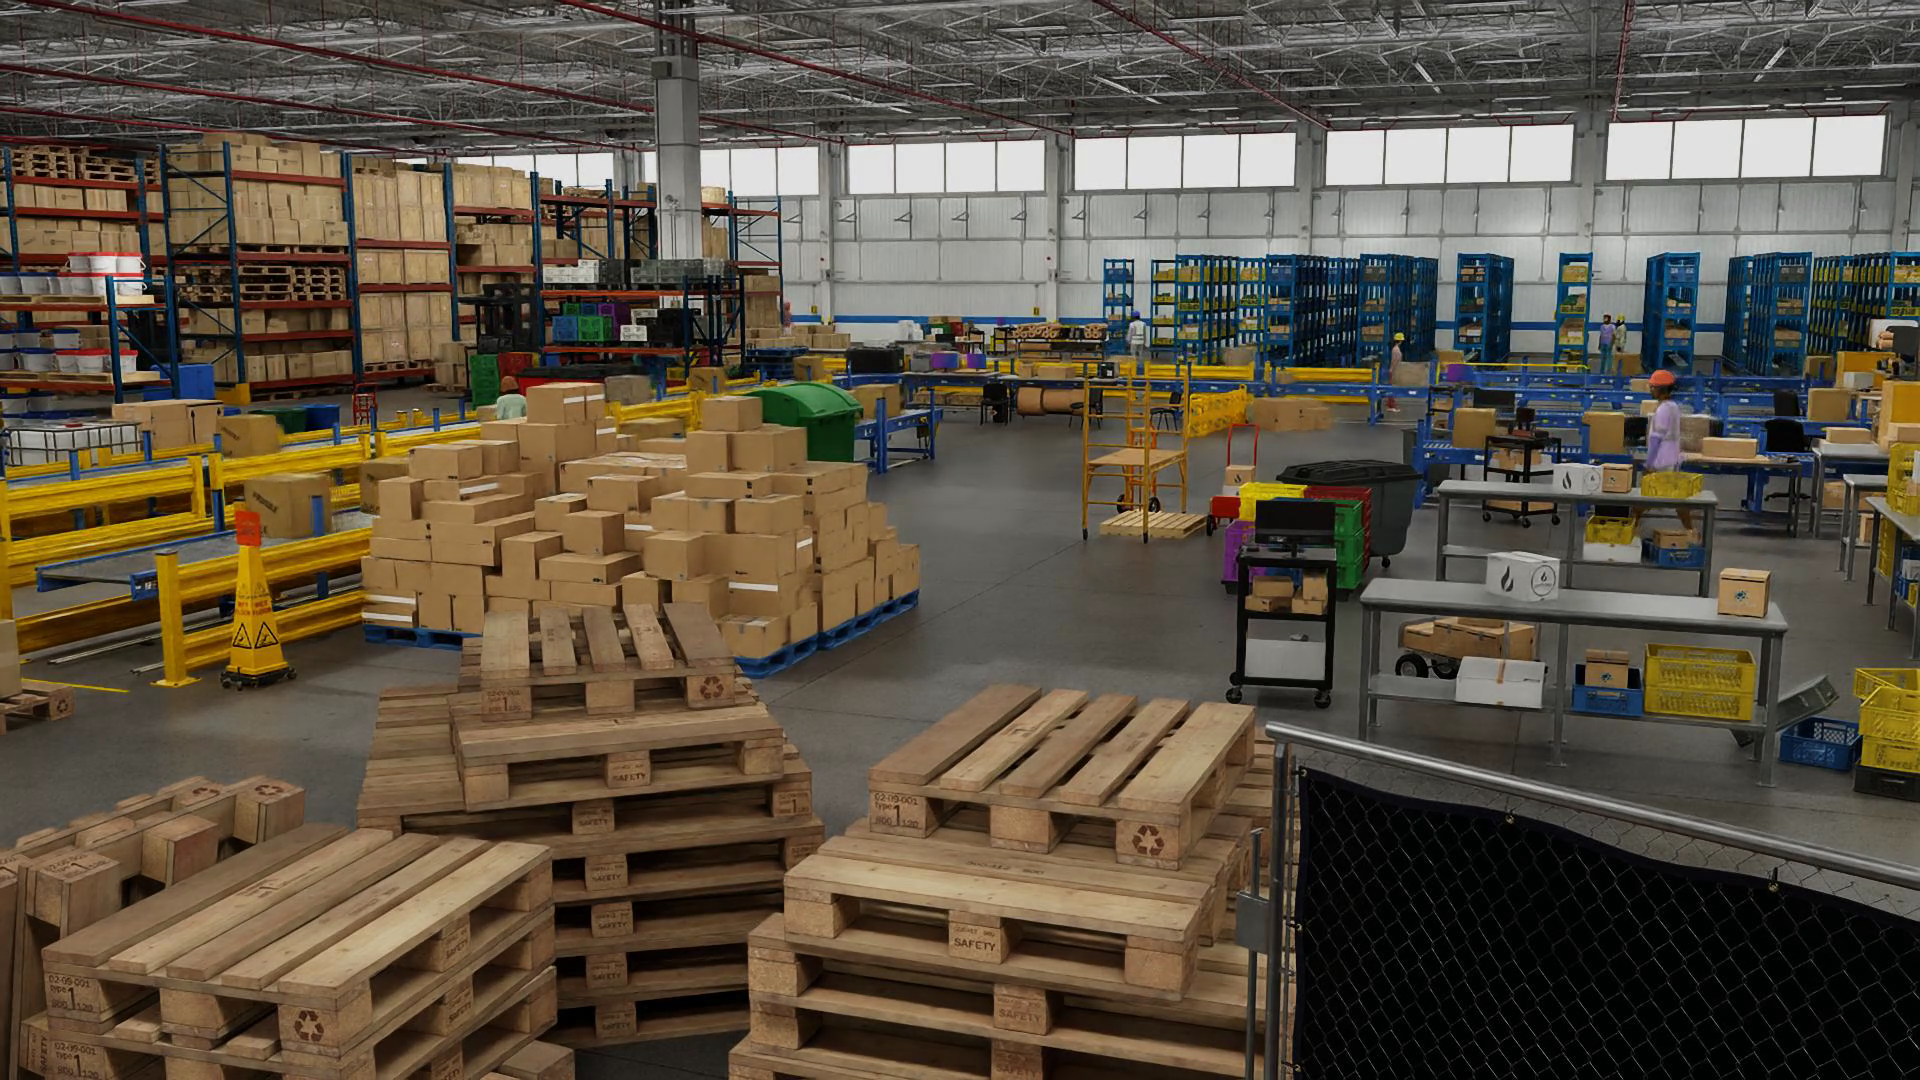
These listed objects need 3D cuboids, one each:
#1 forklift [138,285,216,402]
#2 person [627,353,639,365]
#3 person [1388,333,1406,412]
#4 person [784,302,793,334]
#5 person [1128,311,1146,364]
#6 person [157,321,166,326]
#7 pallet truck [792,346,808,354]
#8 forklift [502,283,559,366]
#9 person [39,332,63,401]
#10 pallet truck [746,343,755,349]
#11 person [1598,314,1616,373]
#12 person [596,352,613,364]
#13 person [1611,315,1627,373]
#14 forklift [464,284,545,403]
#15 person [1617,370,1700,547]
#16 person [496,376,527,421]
[{"bbox_3d":[-17.480,-4.200,36.461,1.873,2.768,1.129,3,10,19],"label":"forklift"},{"bbox_3d":[-10.347,-6.241,52.798,0.540,1.751,0.531,3,10,21],"label":"person"},{"bbox_3d":[9.710,-3.721,36.951,0.330,1.765,0.533,2,9,14],"label":"person"},{"bbox_3d":[-6.767,-8.452,66.006,0.768,1.967,0.620,3,10,19],"label":"person"},{"bbox_3d":[5.444,-6.078,51.179,0.614,1.943,0.409,-5,10,-27],"label":"person"},{"bbox_3d":[-19.550,-4.445,41.031,0.544,1.914,0.870,5,10,30],"label":"person"},{"bbox_3d":[-3.705,-4.298,42.022,0.653,1.274,1.630,3,10,20],"label":"pallet truck"},{"bbox_3d":[-11.529,-5.376,43.846,1.129,2.768,1.873,3,10,20],"label":"forklift"},{"bbox_3d":[-22.119,-4.182,40.122,0.786,1.649,0.640,-8,12,-42],"label":"person"},{"bbox_3d":[-6.183,-4.618,44.264,1.601,1.201,0.680,-9,12,-43],"label":"pallet truck"},{"bbox_3d":[19.624,-5.914,50.457,0.376,1.844,0.571,-4,10,-25],"label":"person"},{"bbox_3d":[-10.464,-5.601,49.063,0.528,1.666,0.837,-1,9,-6],"label":"person"},{"bbox_3d":[20.155,-5.970,50.854,0.404,1.833,0.590,3,9,16],"label":"person"},{"bbox_3d":[-10.832,-4.702,39.610,1.129,2.768,1.873,3,10,20],"label":"forklift"},{"bbox_3d":[7.810,-0.903,18.565,1.042,1.989,0.628,5,10,27],"label":"person"},{"bbox_3d":[-6.300,-1.498,23.425,0.279,1.624,0.494,7,11,36],"label":"person"}]
